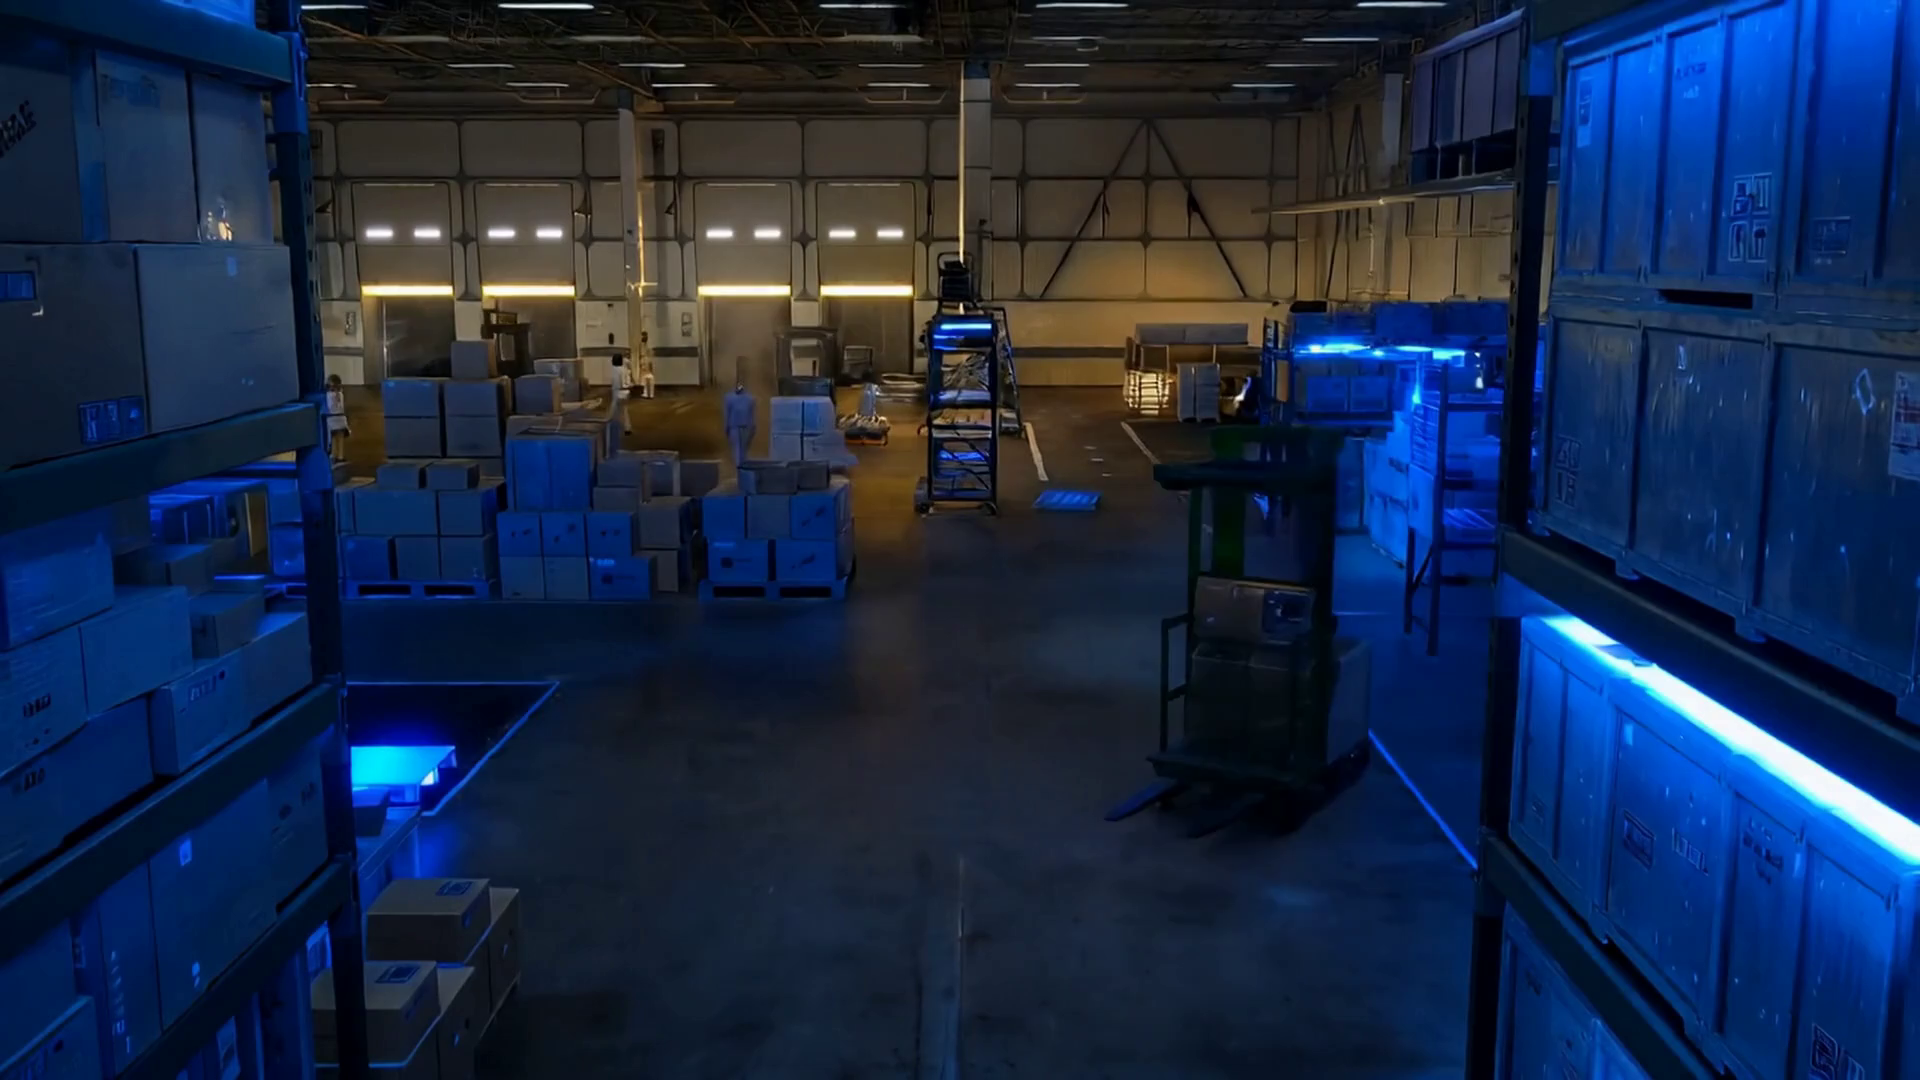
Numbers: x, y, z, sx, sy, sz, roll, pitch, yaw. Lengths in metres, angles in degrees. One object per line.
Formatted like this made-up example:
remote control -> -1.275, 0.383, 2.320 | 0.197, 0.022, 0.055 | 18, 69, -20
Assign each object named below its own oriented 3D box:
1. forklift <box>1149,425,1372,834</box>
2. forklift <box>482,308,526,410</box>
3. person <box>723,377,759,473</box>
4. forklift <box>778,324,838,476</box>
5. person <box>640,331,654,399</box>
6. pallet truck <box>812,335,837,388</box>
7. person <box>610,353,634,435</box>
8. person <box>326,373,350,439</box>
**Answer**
forklift -> 2.365, 0.540, 12.585 | 1.129, 2.768, 1.873 | 6, 12, 32
forklift -> -10.700, -4.063, 39.144 | 1.129, 2.768, 1.873 | -3, 10, -15
person -> -4.005, -2.056, 30.448 | 0.641, 1.892, 1.050 | -2, 10, -12
forklift -> -2.831, -2.538, 30.347 | 1.129, 2.768, 1.873 | -1, 10, -6
person -> -8.871, -4.951, 47.017 | 0.544, 1.929, 0.386 | 9, 13, 42
pallet truck -> -3.021, -4.312, 43.126 | 1.885, 1.965, 0.823 | 3, 10, 17
person -> -7.765, -3.291, 37.647 | 0.766, 1.852, 0.644 | 2, 10, 10
person -> -11.449, -2.099, 30.515 | 0.343, 1.942, 0.552 | 5, 11, 29
